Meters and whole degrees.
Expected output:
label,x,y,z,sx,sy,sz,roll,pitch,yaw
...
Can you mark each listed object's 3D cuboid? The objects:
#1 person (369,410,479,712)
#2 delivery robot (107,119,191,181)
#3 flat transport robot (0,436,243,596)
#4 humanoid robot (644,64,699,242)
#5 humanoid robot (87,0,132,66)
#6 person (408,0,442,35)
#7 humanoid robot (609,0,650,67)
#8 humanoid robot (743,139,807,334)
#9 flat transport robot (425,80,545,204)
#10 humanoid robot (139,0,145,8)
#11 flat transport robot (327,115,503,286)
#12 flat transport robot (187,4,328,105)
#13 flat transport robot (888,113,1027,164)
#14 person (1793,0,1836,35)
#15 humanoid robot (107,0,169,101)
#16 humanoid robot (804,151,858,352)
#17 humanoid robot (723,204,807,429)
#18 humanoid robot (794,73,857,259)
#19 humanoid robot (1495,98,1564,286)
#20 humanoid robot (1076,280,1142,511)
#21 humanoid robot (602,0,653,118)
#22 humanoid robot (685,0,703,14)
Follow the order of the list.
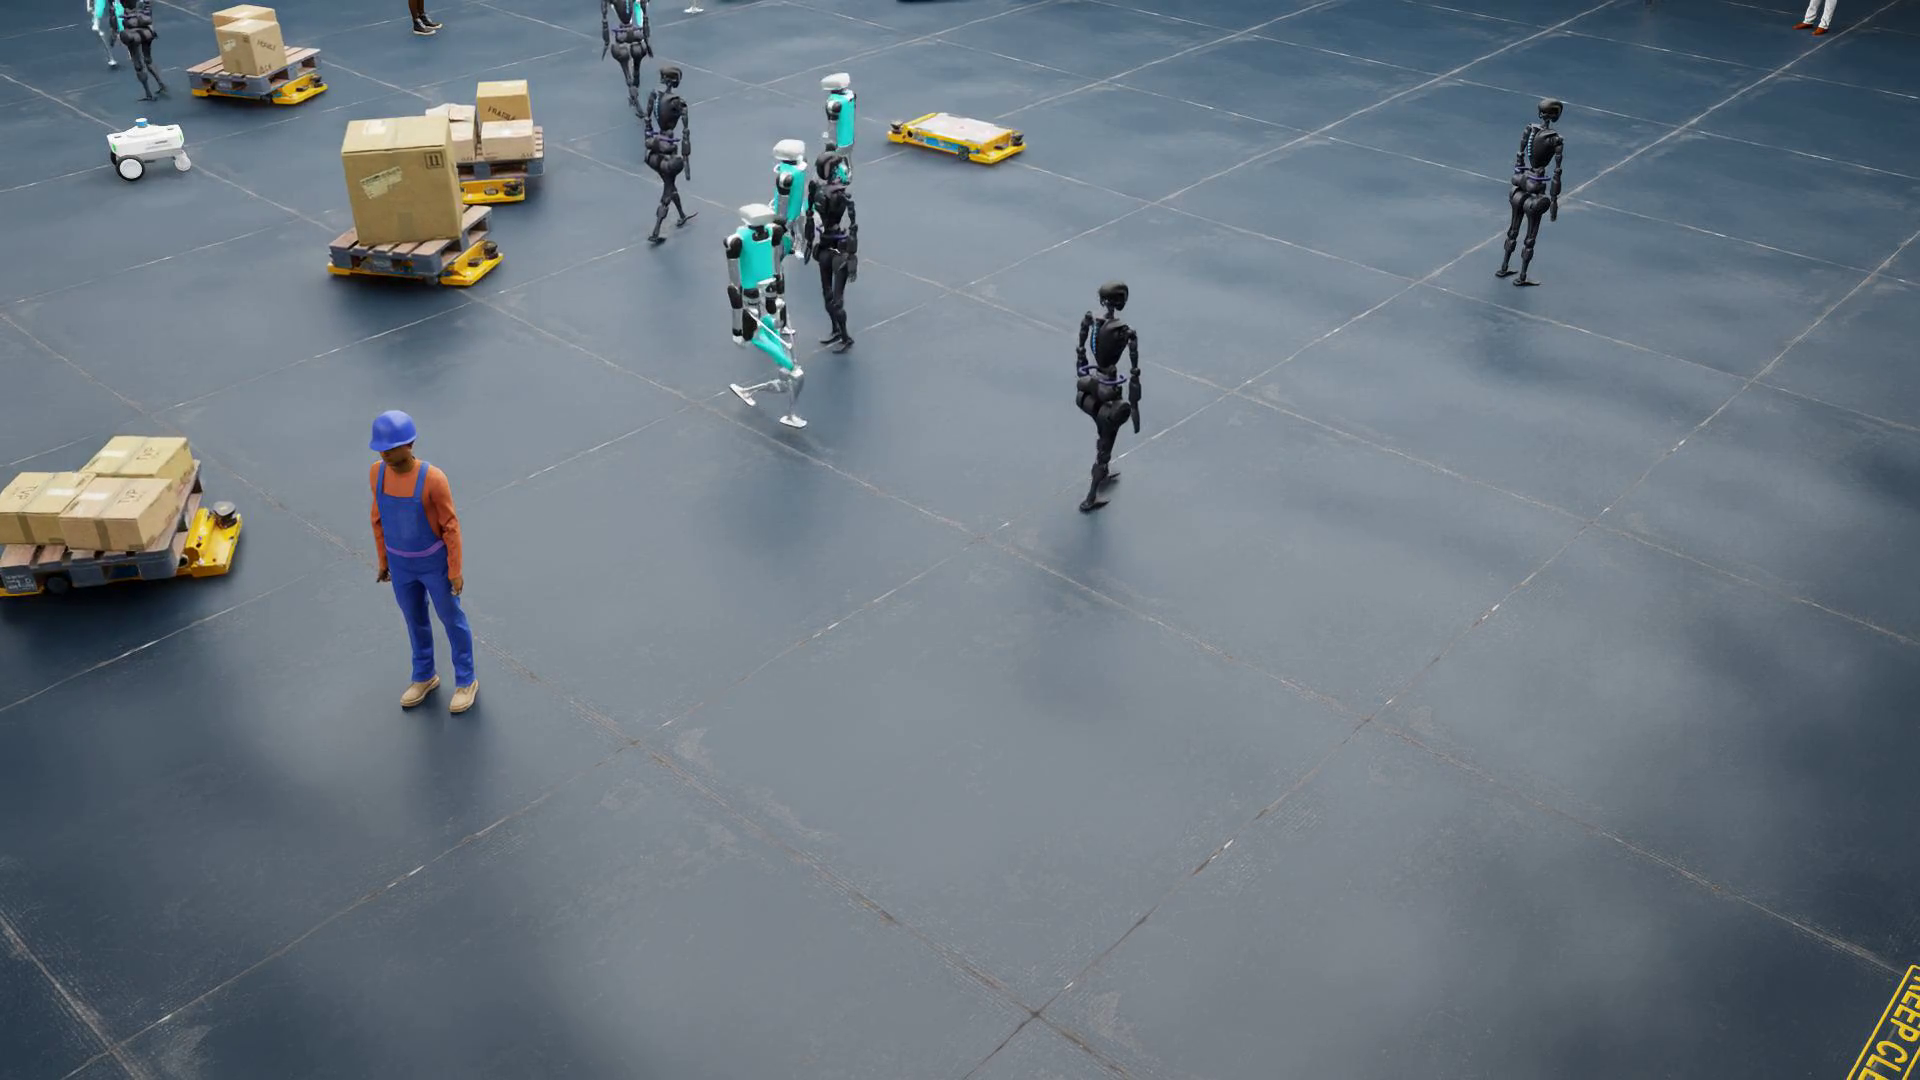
label,x,y,z,sx,sy,sz,roll,pitch,yaw
person,-3.050,0.122,9.402,0.521,1.911,0.361,7,33,11
delivery robot,-8.586,-4.138,17.544,0.774,0.592,0.499,-17,36,-25
flat transport robot,-5.587,0.064,11.051,1.431,0.231,0.659,-6,32,-10
humanoid robot,-2.797,-3.682,15.782,0.616,1.621,0.767,22,38,31
humanoid robot,-10.581,-6.737,20.627,0.576,1.771,0.896,-5,32,-8
person,-7.216,-7.712,21.969,0.368,1.962,0.602,1,32,2
humanoid robot,-4.020,-6.613,20.461,0.532,1.776,1.016,-11,33,-17
humanoid robot,-1.607,-2.451,13.691,0.777,1.743,0.547,6,32,9
flat transport robot,-4.920,-3.819,17.304,0.659,0.231,1.431,-6,32,-10
humanoid robot,-11.639,-8.260,23.113,1.028,1.779,0.533,17,36,25
flat transport robot,-5.021,-2.612,15.359,1.431,0.231,0.659,7,32,11
flat transport robot,-8.402,-5.443,19.919,1.431,0.231,0.659,9,33,14
flat transport robot,-0.036,-4.435,18.295,1.431,0.231,0.659,21,38,30
person,11.494,-7.629,21.959,0.364,1.830,0.517,-13,34,-20
humanoid robot,-9.678,-6.002,19.483,0.354,1.649,0.601,15,35,23
humanoid robot,-1.056,-2.384,13.651,0.606,1.649,0.338,25,40,34
humanoid robot,-1.383,-1.608,12.370,1.054,1.743,0.577,23,39,33
humanoid robot,-1.330,-3.361,15.257,0.786,1.853,0.554,8,33,12
humanoid robot,5.106,-3.119,14.828,0.315,1.657,0.599,-11,34,-18
humanoid robot,1.039,-1.022,11.467,0.564,1.642,0.610,-25,40,-35
humanoid robot,-3.836,-5.708,19.040,0.597,1.633,0.711,-17,36,-25
humanoid robot,-3.631,-8.051,22.714,0.751,1.784,0.540,7,32,11
